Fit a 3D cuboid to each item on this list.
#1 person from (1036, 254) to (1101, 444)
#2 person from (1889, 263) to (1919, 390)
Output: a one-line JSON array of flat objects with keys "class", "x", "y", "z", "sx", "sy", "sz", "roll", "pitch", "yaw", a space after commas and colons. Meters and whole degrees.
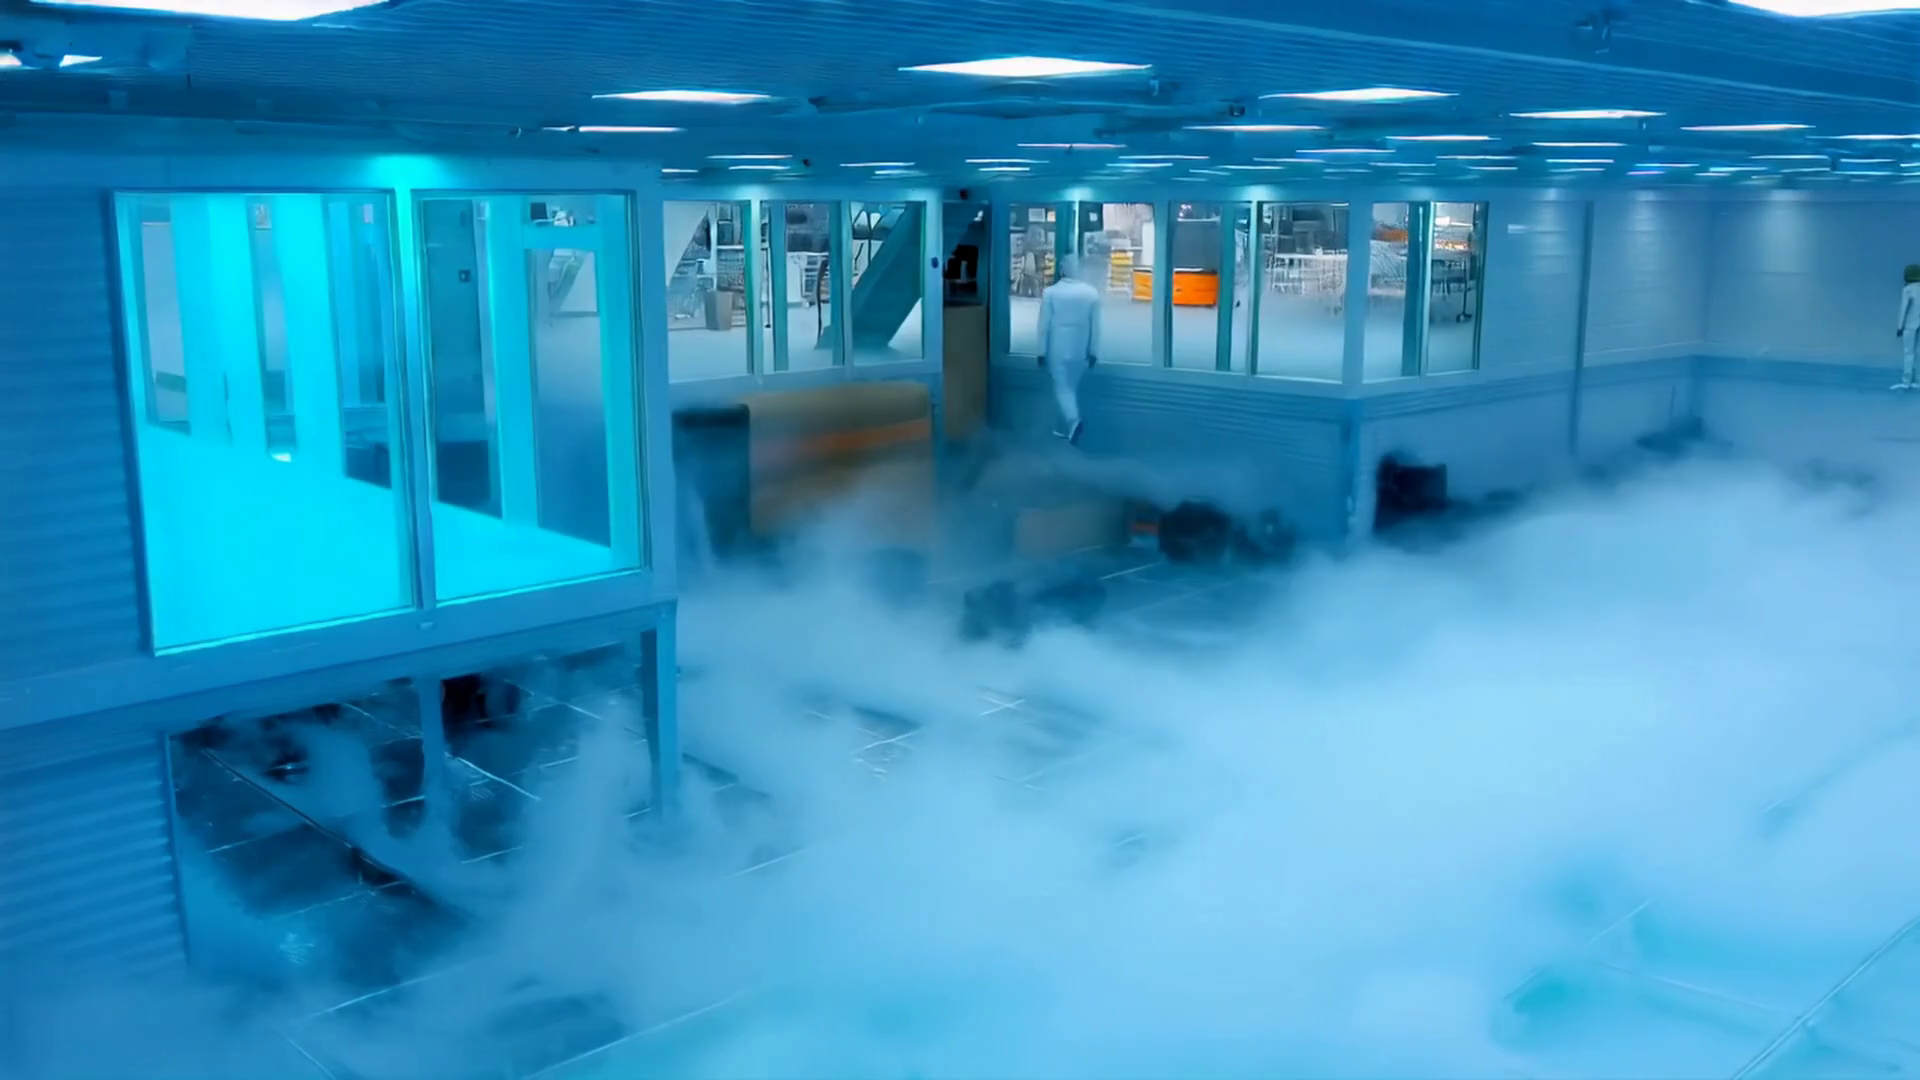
[{"class": "person", "x": 1.089, "y": -1.900, "z": 16.550, "sx": 0.650, "sy": 1.877, "sz": 0.833, "roll": -5, "pitch": 12, "yaw": -22}, {"class": "person", "x": 12.280, "y": -2.749, "z": 21.451, "sx": 0.497, "sy": 1.626, "sz": 0.288, "roll": -5, "pitch": 13, "yaw": -25}]
